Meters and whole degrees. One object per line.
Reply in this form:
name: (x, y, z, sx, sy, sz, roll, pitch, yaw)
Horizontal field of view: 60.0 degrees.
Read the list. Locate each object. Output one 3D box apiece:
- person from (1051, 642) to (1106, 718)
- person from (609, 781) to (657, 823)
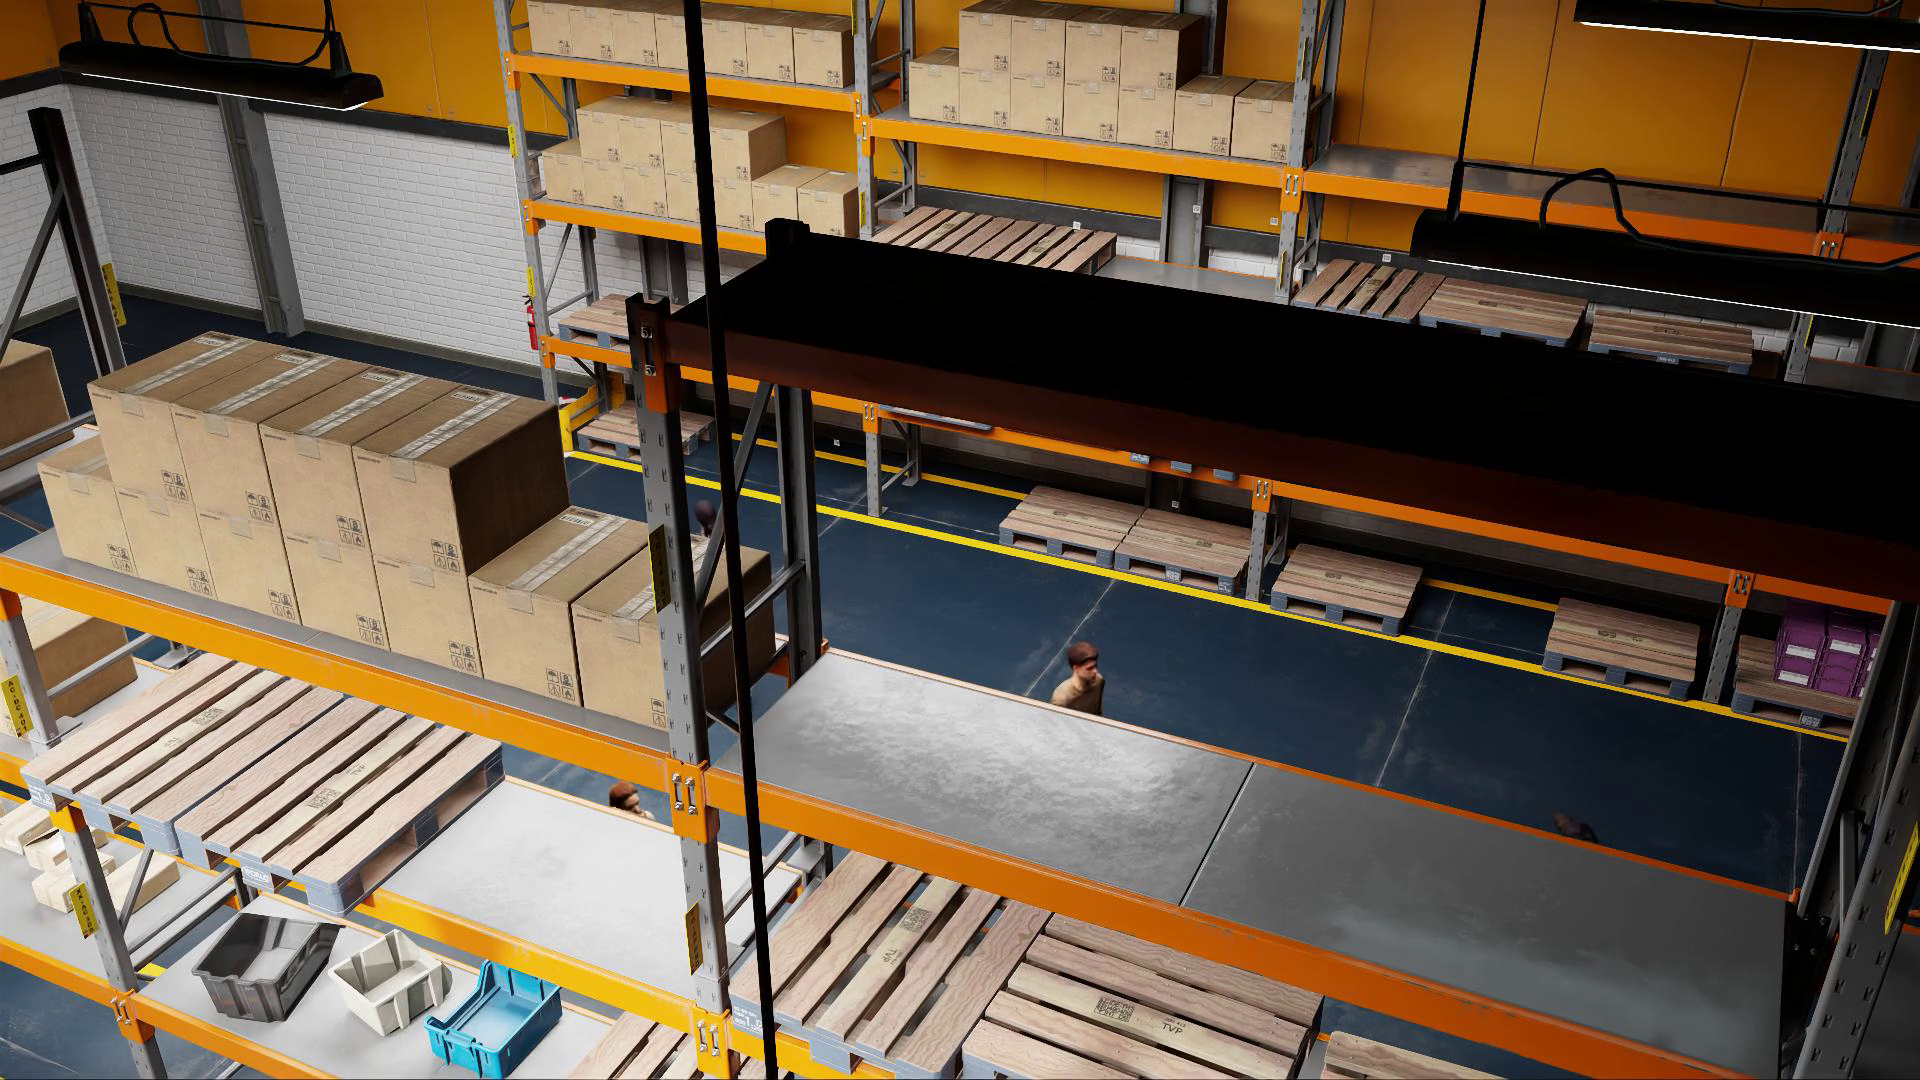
person: (0.766, 1.500, 11.944, 0.801, 1.838, 0.899, -26, 38, -38)
person: (-2.180, 2.226, 10.861, 0.974, 1.600, 0.703, 19, 34, 31)
